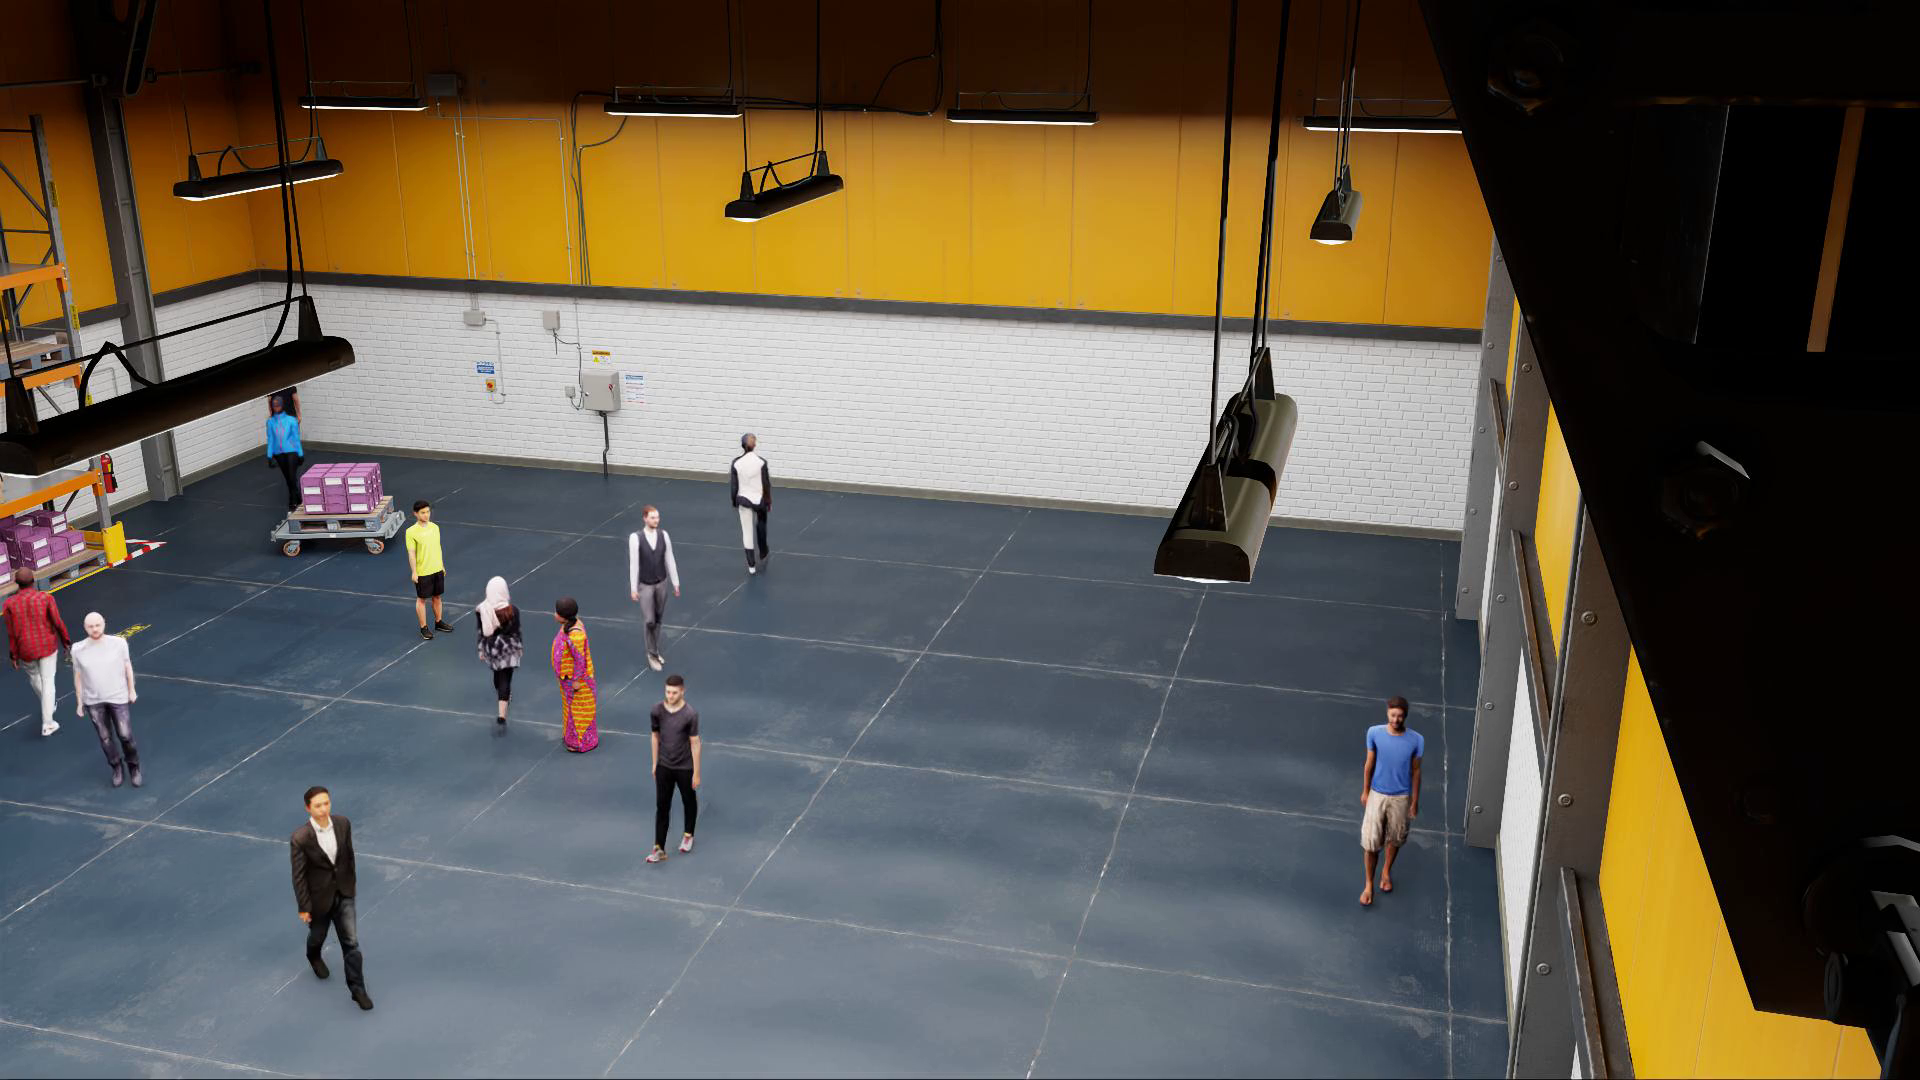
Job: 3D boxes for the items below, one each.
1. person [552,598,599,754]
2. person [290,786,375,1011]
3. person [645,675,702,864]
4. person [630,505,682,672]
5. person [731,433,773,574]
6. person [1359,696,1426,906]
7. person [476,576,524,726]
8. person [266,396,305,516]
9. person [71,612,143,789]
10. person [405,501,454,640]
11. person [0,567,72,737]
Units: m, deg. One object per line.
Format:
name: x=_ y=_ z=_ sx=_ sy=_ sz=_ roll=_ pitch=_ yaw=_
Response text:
person: x=-3.992 y=1.353 z=17.196 sx=0.836 sy=1.690 sz=0.764 roll=-7 pitch=20 yaw=-20
person: x=-4.975 y=2.738 z=12.965 sx=1.212 sy=1.766 sz=1.130 roll=-17 pitch=25 yaw=-41
person: x=-2.541 y=2.017 z=15.137 sx=0.685 sy=1.745 sz=0.880 roll=4 pitch=19 yaw=13
person: x=-3.624 y=0.495 z=19.367 sx=0.904 sy=1.930 sz=0.962 roll=-13 pitch=23 yaw=-34
person: x=-2.800 y=-0.458 z=22.317 sx=0.910 sy=1.854 sz=1.171 roll=0 pitch=19 yaw=0
person: x=3.749 y=2.178 z=14.499 sx=0.640 sy=1.848 sz=0.861 roll=4 pitch=19 yaw=13
person: x=-4.906 y=1.217 z=17.751 sx=0.853 sy=1.594 sz=1.170 roll=-2 pitch=19 yaw=-5
person: x=-10.066 y=-1.297 z=24.945 sx=0.787 sy=1.767 sz=1.003 roll=0 pitch=19 yaw=0
person: x=-8.412 y=1.541 z=16.440 sx=0.797 sy=1.816 sz=0.825 roll=-5 pitch=19 yaw=-14
person: x=-6.477 y=0.333 z=20.195 sx=0.744 sy=1.709 sz=0.591 roll=13 pitch=22 yaw=33
person: x=-9.733 y=1.192 z=17.536 sx=1.124 sy=1.779 sz=1.276 roll=-7 pitch=20 yaw=-19
